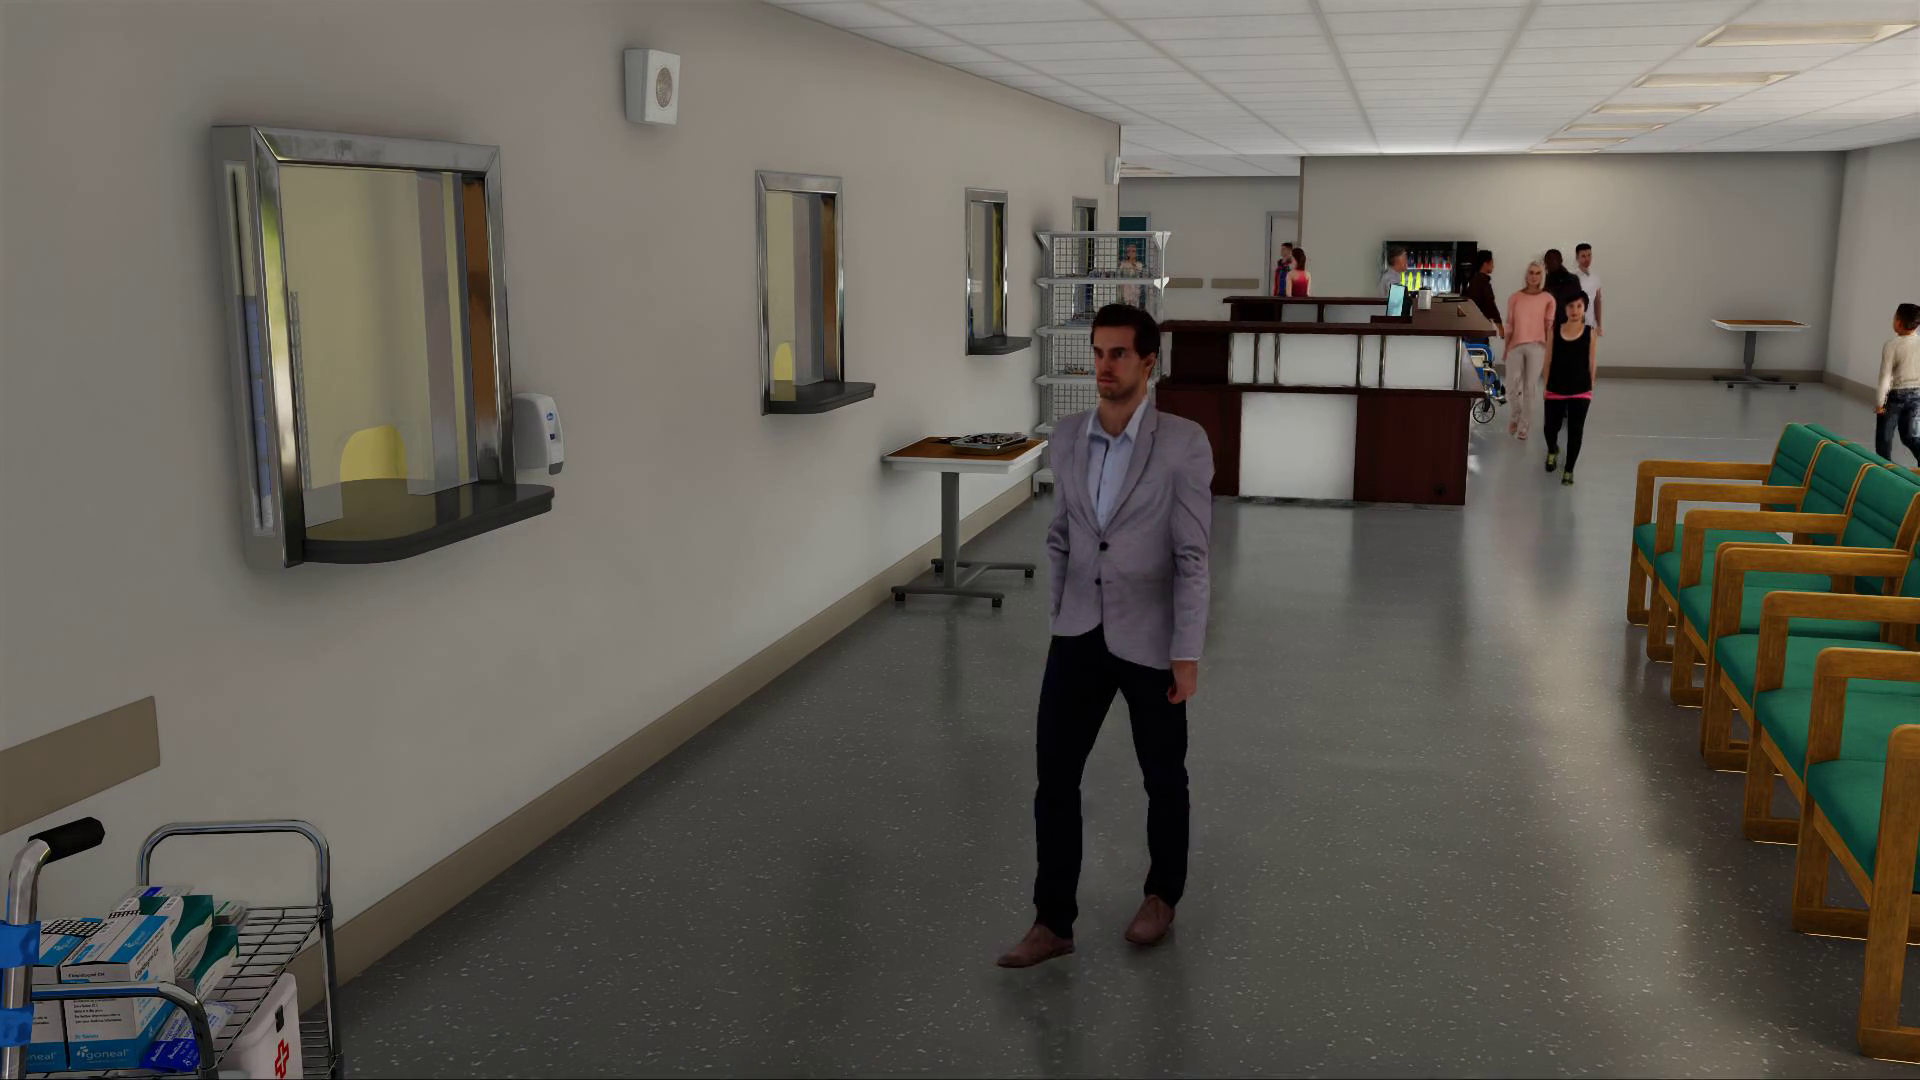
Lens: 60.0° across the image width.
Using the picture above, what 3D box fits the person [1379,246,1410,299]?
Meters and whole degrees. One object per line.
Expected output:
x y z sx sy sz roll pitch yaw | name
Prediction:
4.840 -2.411 18.928 1.136 1.785 0.758 1 11 5 | person

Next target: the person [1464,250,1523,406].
5.678 -2.309 18.523 1.112 1.736 0.763 1 11 5 | person

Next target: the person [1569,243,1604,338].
6.987 -2.445 18.973 0.816 1.836 0.912 -5 12 -24 | person

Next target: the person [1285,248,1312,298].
4.555 -3.043 22.380 0.728 1.739 0.770 -3 11 -15 | person

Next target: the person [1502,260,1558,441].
5.471 -1.826 16.032 0.565 1.716 0.691 4 11 19 | person

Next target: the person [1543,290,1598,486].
4.881 -1.223 13.314 0.692 1.543 0.639 4 11 21 | person

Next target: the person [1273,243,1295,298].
5.491 -4.079 27.806 0.883 1.752 0.824 -5 12 -24 | person

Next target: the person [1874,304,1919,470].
7.239 -1.061 12.711 0.898 1.450 0.838 -2 11 -11 | person

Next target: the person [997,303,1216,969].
0.511 0.264 4.719 0.995 1.827 0.946 7 13 31 | person

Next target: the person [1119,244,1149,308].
2.839 -4.029 27.727 1.145 1.684 1.090 -4 11 -20 | person

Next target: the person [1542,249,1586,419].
6.404 -2.213 17.900 0.808 1.780 0.853 0 11 -1 | person
